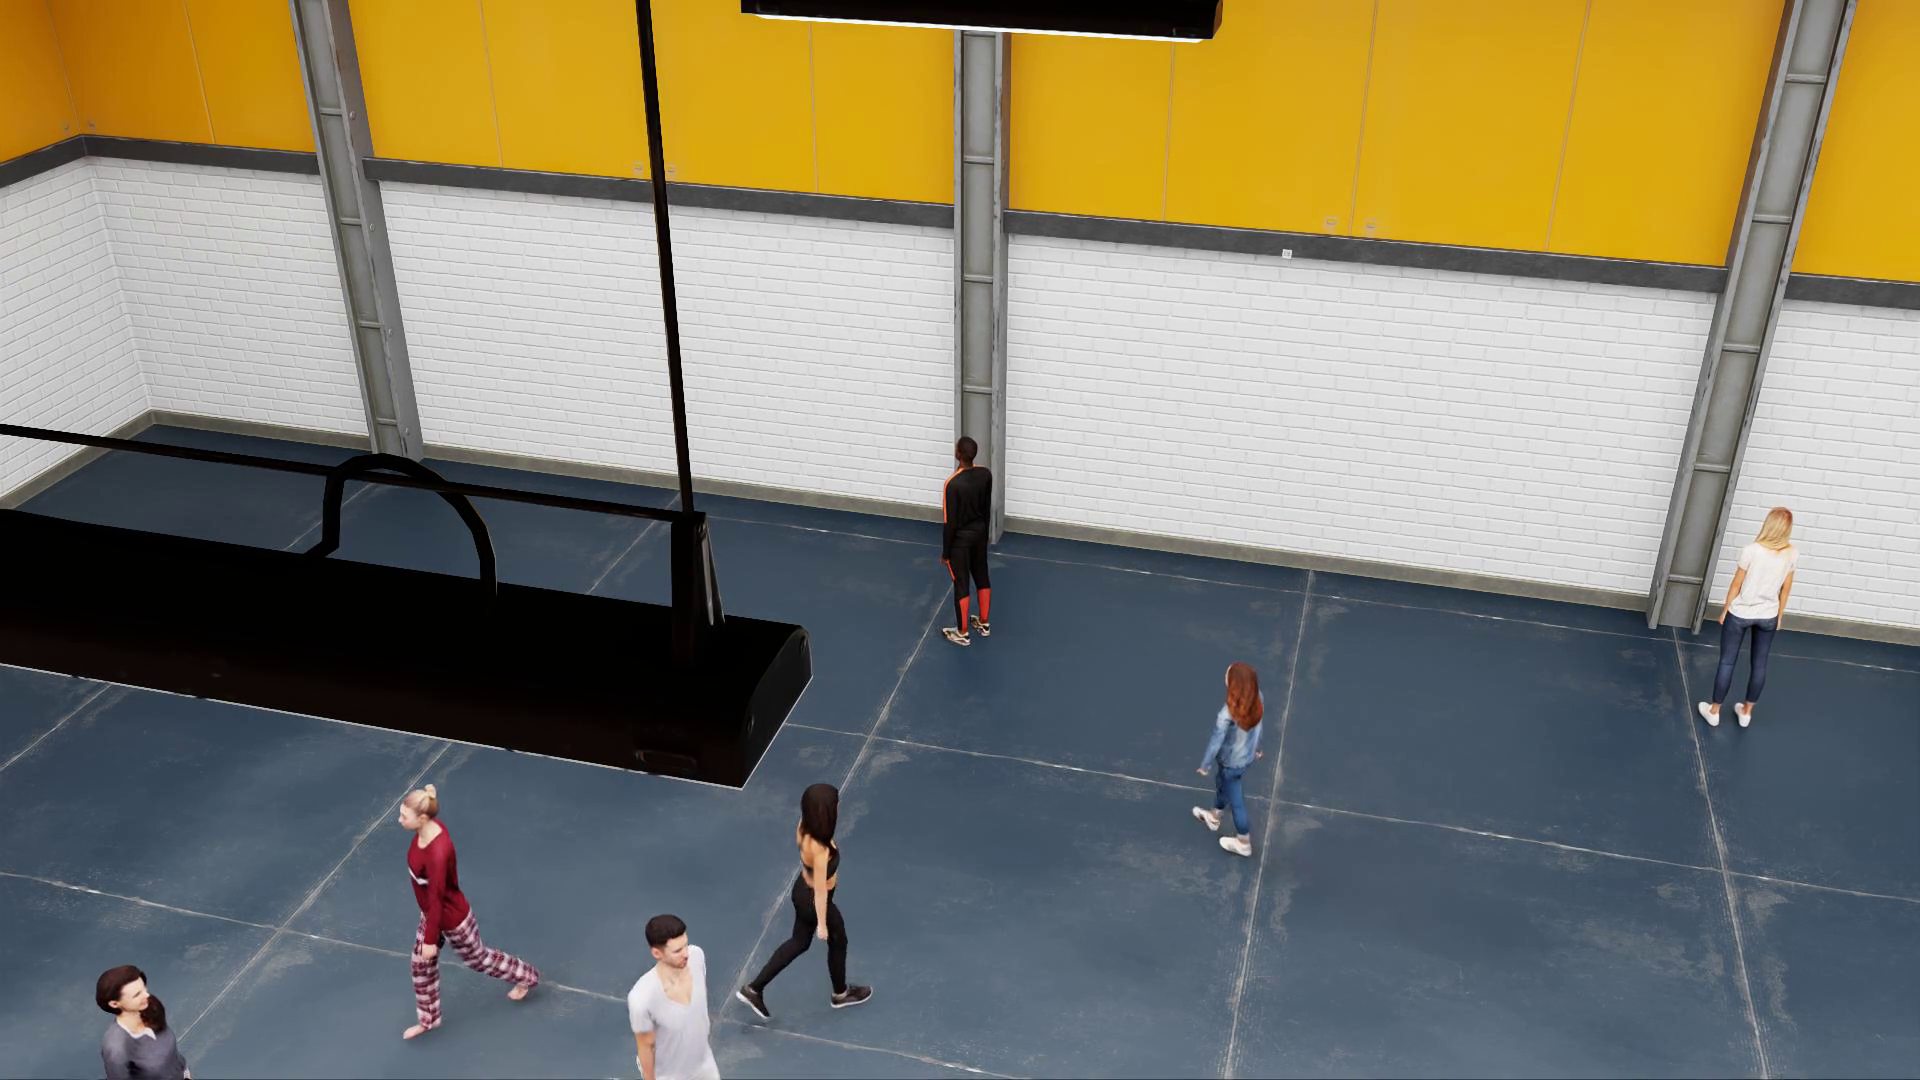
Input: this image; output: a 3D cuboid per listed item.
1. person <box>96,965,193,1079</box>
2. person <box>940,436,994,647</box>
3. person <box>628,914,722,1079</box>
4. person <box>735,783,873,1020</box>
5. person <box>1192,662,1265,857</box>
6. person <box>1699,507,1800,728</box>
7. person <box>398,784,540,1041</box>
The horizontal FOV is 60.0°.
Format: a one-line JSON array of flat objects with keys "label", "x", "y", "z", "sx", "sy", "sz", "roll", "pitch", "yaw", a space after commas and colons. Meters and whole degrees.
[{"label": "person", "x": -4.043, "y": 2.813, "z": 8.212, "sx": 0.725, "sy": 1.763, "sz": 0.720, "roll": -2, "pitch": 29, "yaw": -4}, {"label": "person", "x": 0.064, "y": -0.004, "z": 13.328, "sx": 0.704, "sy": 1.808, "sz": 0.744, "roll": -19, "pitch": 34, "yaw": -31}, {"label": "person", "x": -1.520, "y": 2.608, "z": 8.508, "sx": 0.966, "sy": 1.838, "sz": 0.861, "roll": 20, "pitch": 34, "yaw": 32}, {"label": "person", "x": -0.930, "y": 2.128, "z": 9.621, "sx": 1.082, "sy": 1.614, "sz": 0.960, "roll": -11, "pitch": 31, "yaw": -20}, {"label": "person", "x": 1.882, "y": 1.473, "z": 10.980, "sx": 0.892, "sy": 1.463, "sz": 0.795, "roll": 25, "pitch": 37, "yaw": 37}, {"label": "person", "x": 5.852, "y": 0.573, "z": 12.267, "sx": 0.499, "sy": 1.811, "sz": 0.672, "roll": 1, "pitch": 29, "yaw": 2}, {"label": "person", "x": -2.873, "y": 2.126, "z": 9.581, "sx": 1.077, "sy": 1.656, "sz": 1.079, "roll": -19, "pitch": 34, "yaw": -31}]
